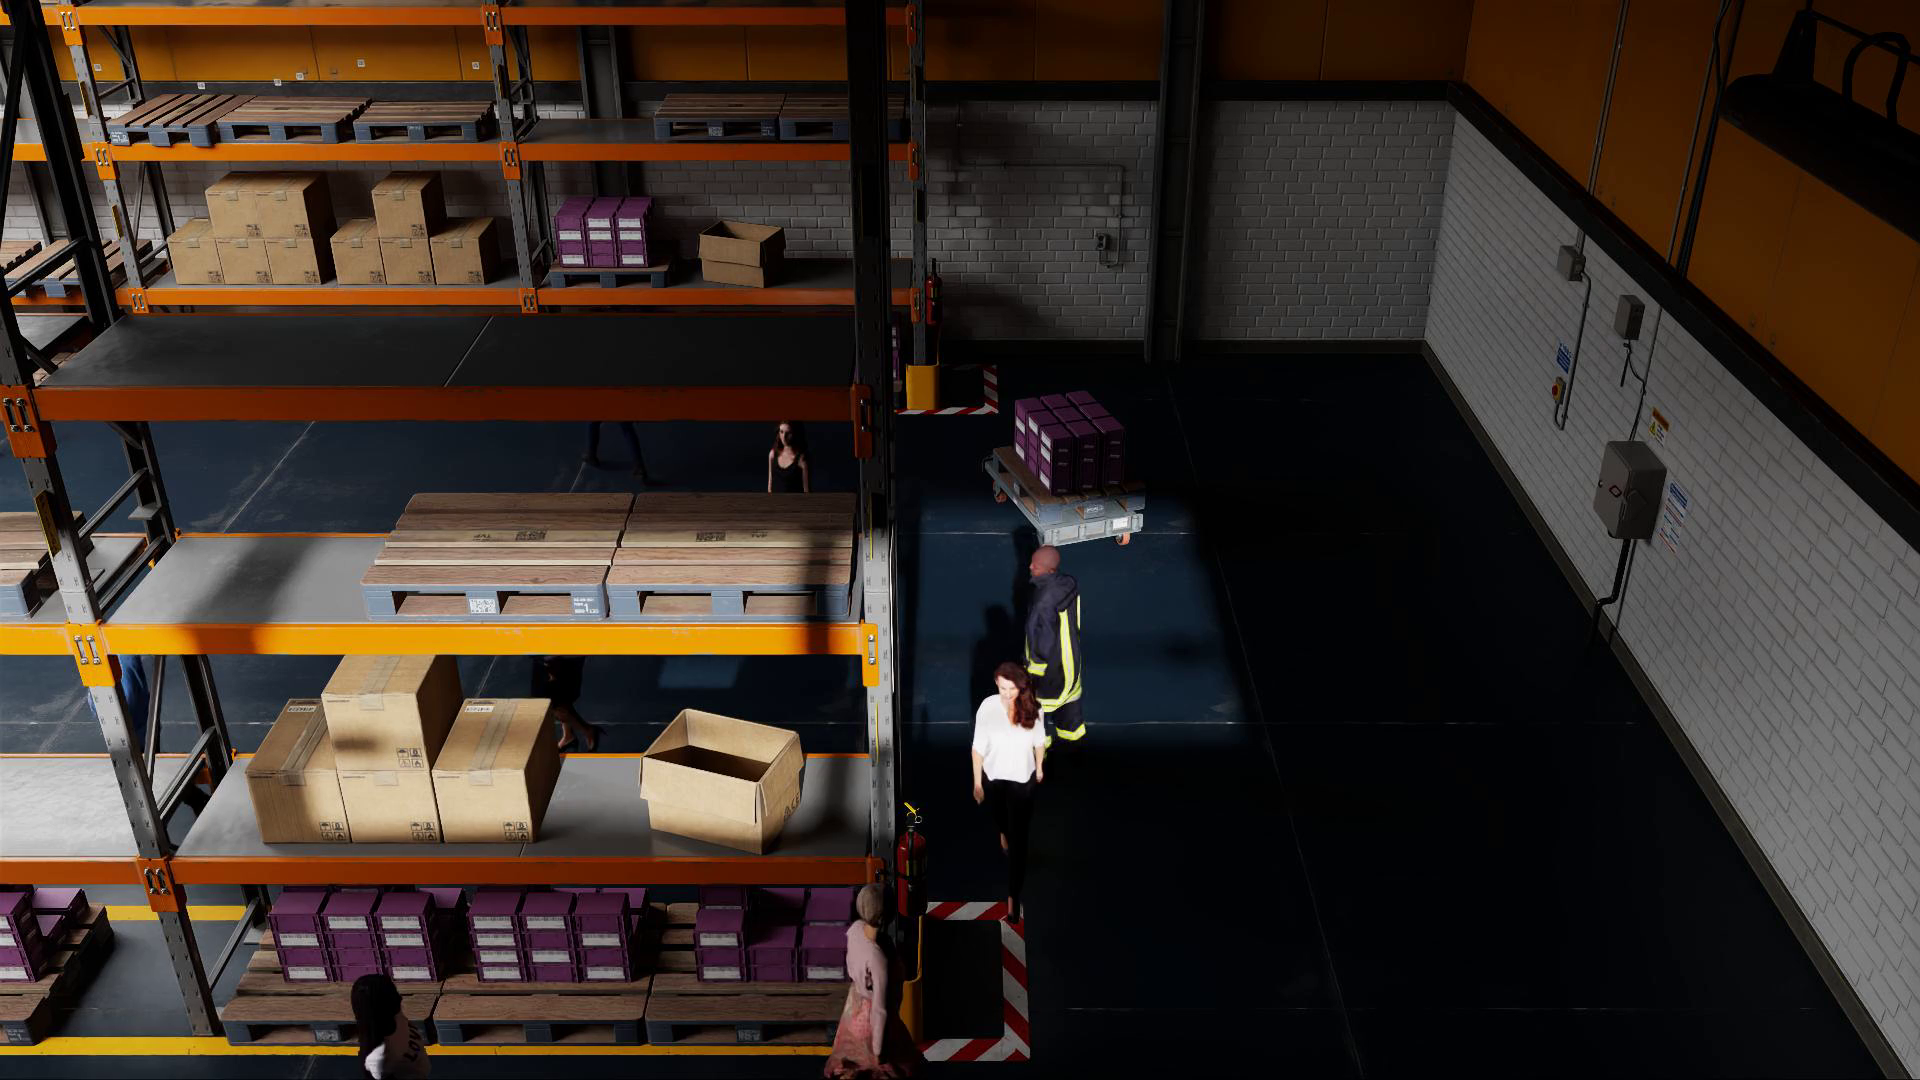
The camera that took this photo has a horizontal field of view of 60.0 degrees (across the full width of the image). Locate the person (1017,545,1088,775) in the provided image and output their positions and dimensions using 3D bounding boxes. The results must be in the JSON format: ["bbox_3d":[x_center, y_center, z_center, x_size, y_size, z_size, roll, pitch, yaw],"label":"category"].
[{"bbox_3d":[0.692,0.861,11.553,0.981,1.800,0.972,19,34,31],"label":"person"}]

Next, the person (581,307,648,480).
[{"bbox_3d":[-3.260,-1.349,15.711,1.101,1.697,1.120,-24,37,-37],"label":"person"}]

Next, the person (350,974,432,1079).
[{"bbox_3d":[-2.763,2.823,8.015,1.126,1.743,0.686,-3,29,-6],"label":"person"}]

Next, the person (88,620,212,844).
[{"bbox_3d":[-5.298,1.264,10.828,0.879,1.786,0.691,-1,29,-2],"label":"person"}]

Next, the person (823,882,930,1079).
[{"bbox_3d":[-0.522,2.534,8.654,1.149,1.639,0.904,-12,31,-21],"label":"person"}]

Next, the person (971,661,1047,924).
[{"bbox_3d":[0.298,1.464,10.529,1.089,1.721,0.666,0,29,0],"label":"person"}]
